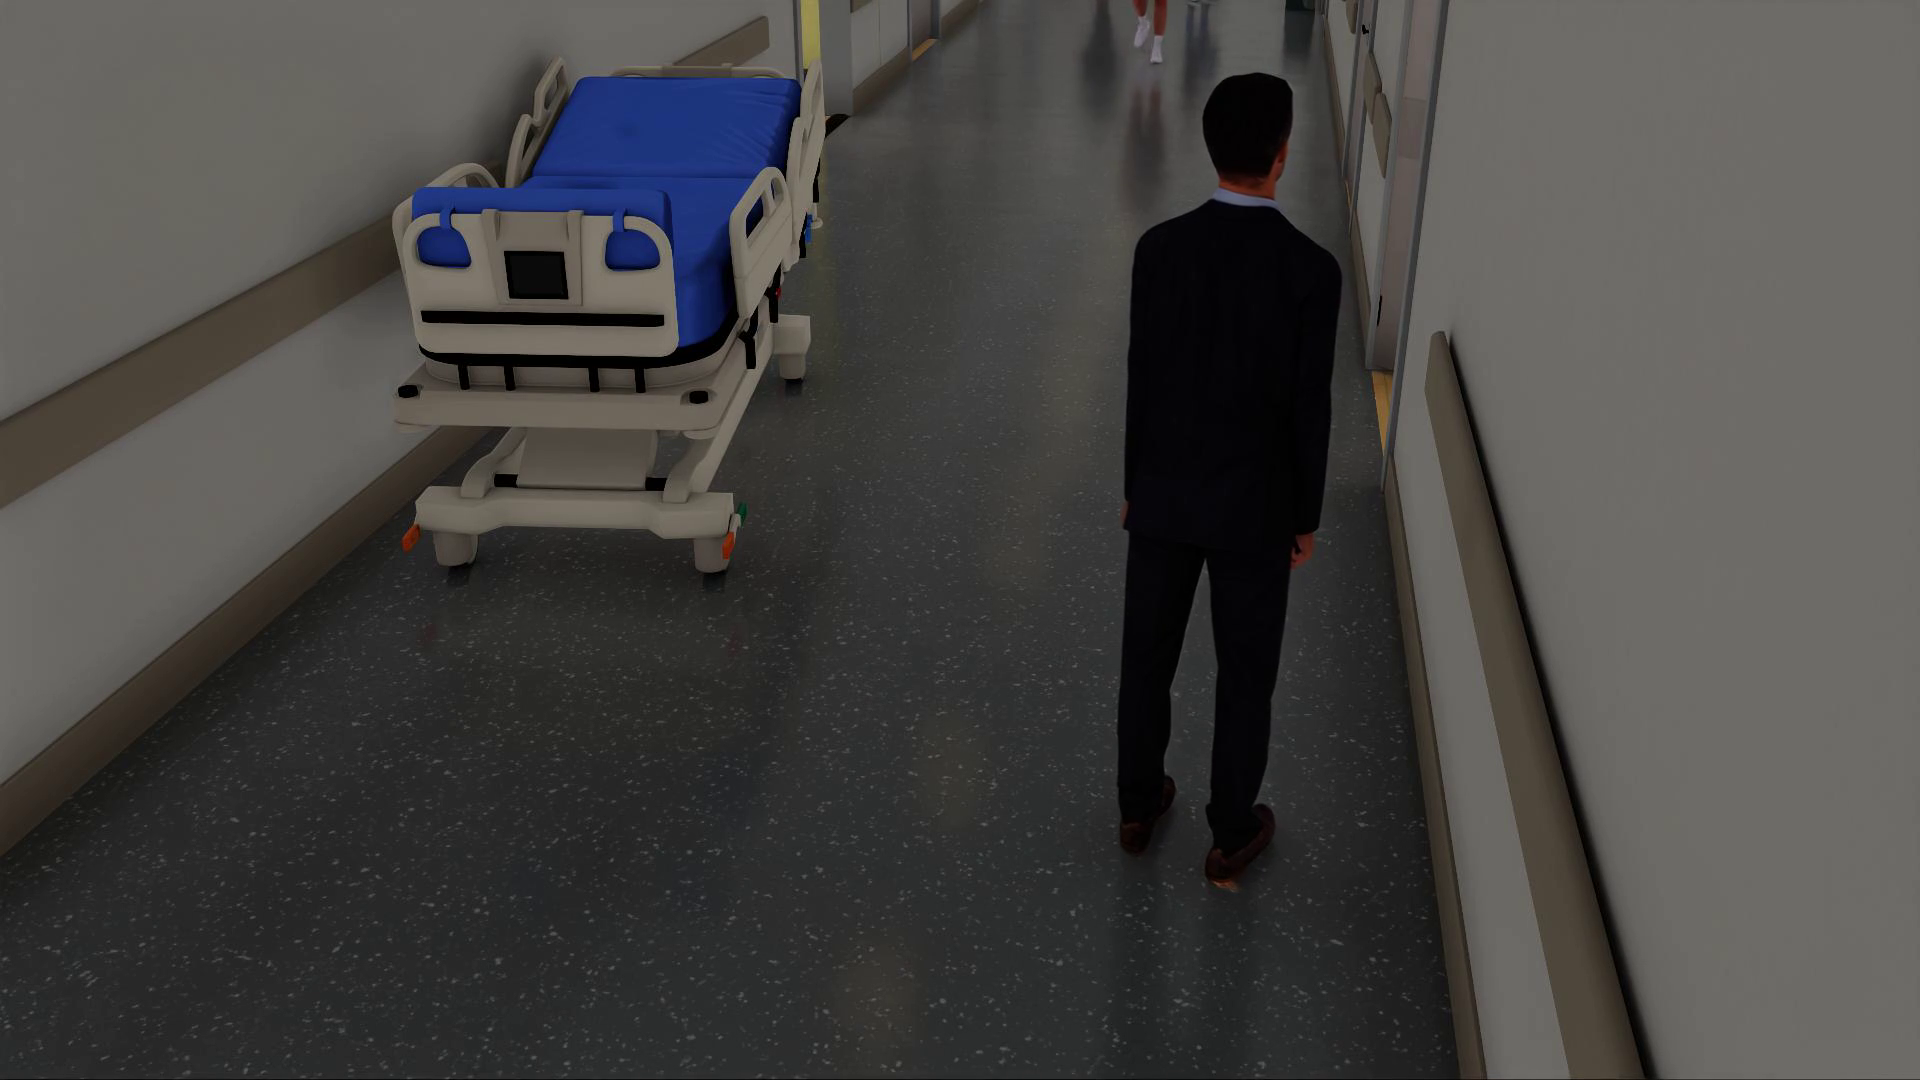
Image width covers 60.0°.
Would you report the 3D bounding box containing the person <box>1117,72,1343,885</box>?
[{"bbox_3d":[0.572,-0.095,3.750,0.594,1.867,0.725,10,27,19],"label":"person"}]
